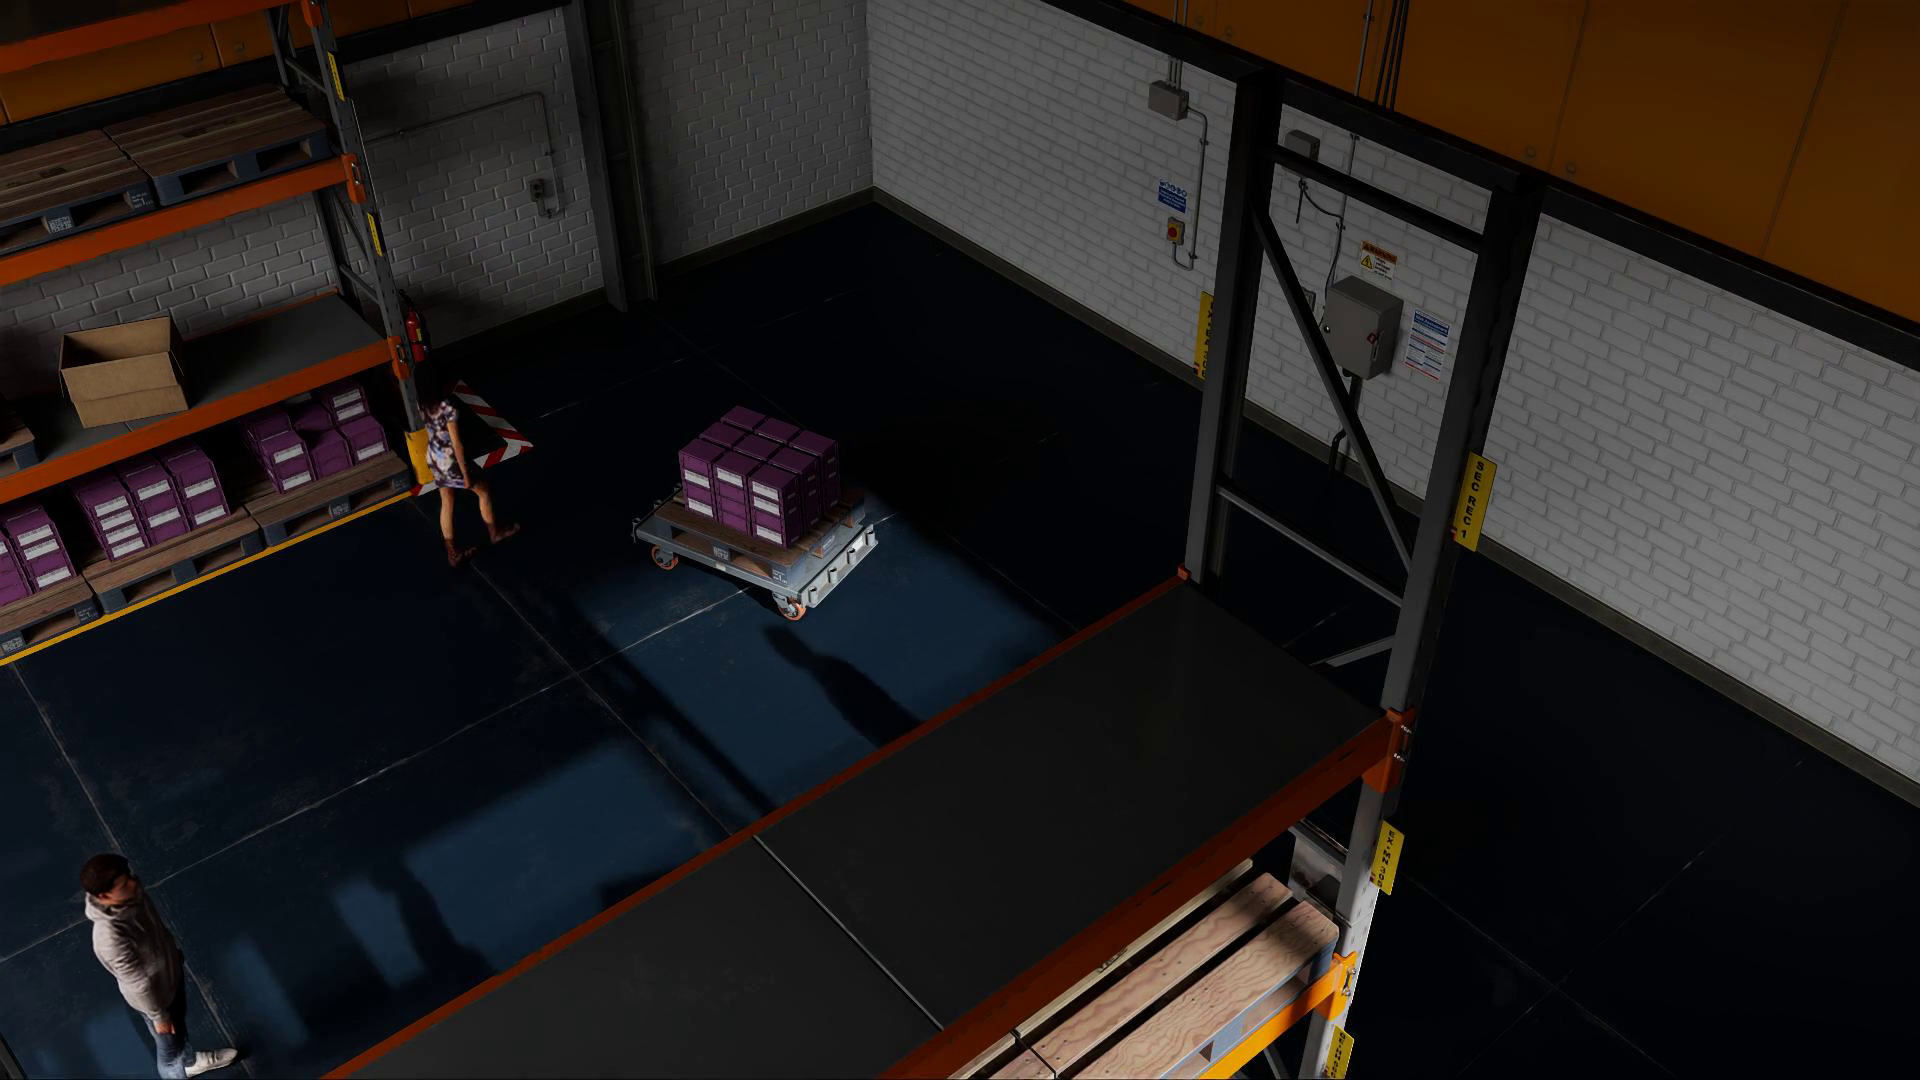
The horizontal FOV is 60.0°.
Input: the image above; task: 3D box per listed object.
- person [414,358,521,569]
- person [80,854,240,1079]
[{"bbox_3d":[-3.770,-0.518,12.102,0.751,1.714,0.916,24,45,27],"label":"person"},{"bbox_3d":[-4.139,2.253,8.521,0.719,1.853,0.752,-10,40,-13],"label":"person"}]
